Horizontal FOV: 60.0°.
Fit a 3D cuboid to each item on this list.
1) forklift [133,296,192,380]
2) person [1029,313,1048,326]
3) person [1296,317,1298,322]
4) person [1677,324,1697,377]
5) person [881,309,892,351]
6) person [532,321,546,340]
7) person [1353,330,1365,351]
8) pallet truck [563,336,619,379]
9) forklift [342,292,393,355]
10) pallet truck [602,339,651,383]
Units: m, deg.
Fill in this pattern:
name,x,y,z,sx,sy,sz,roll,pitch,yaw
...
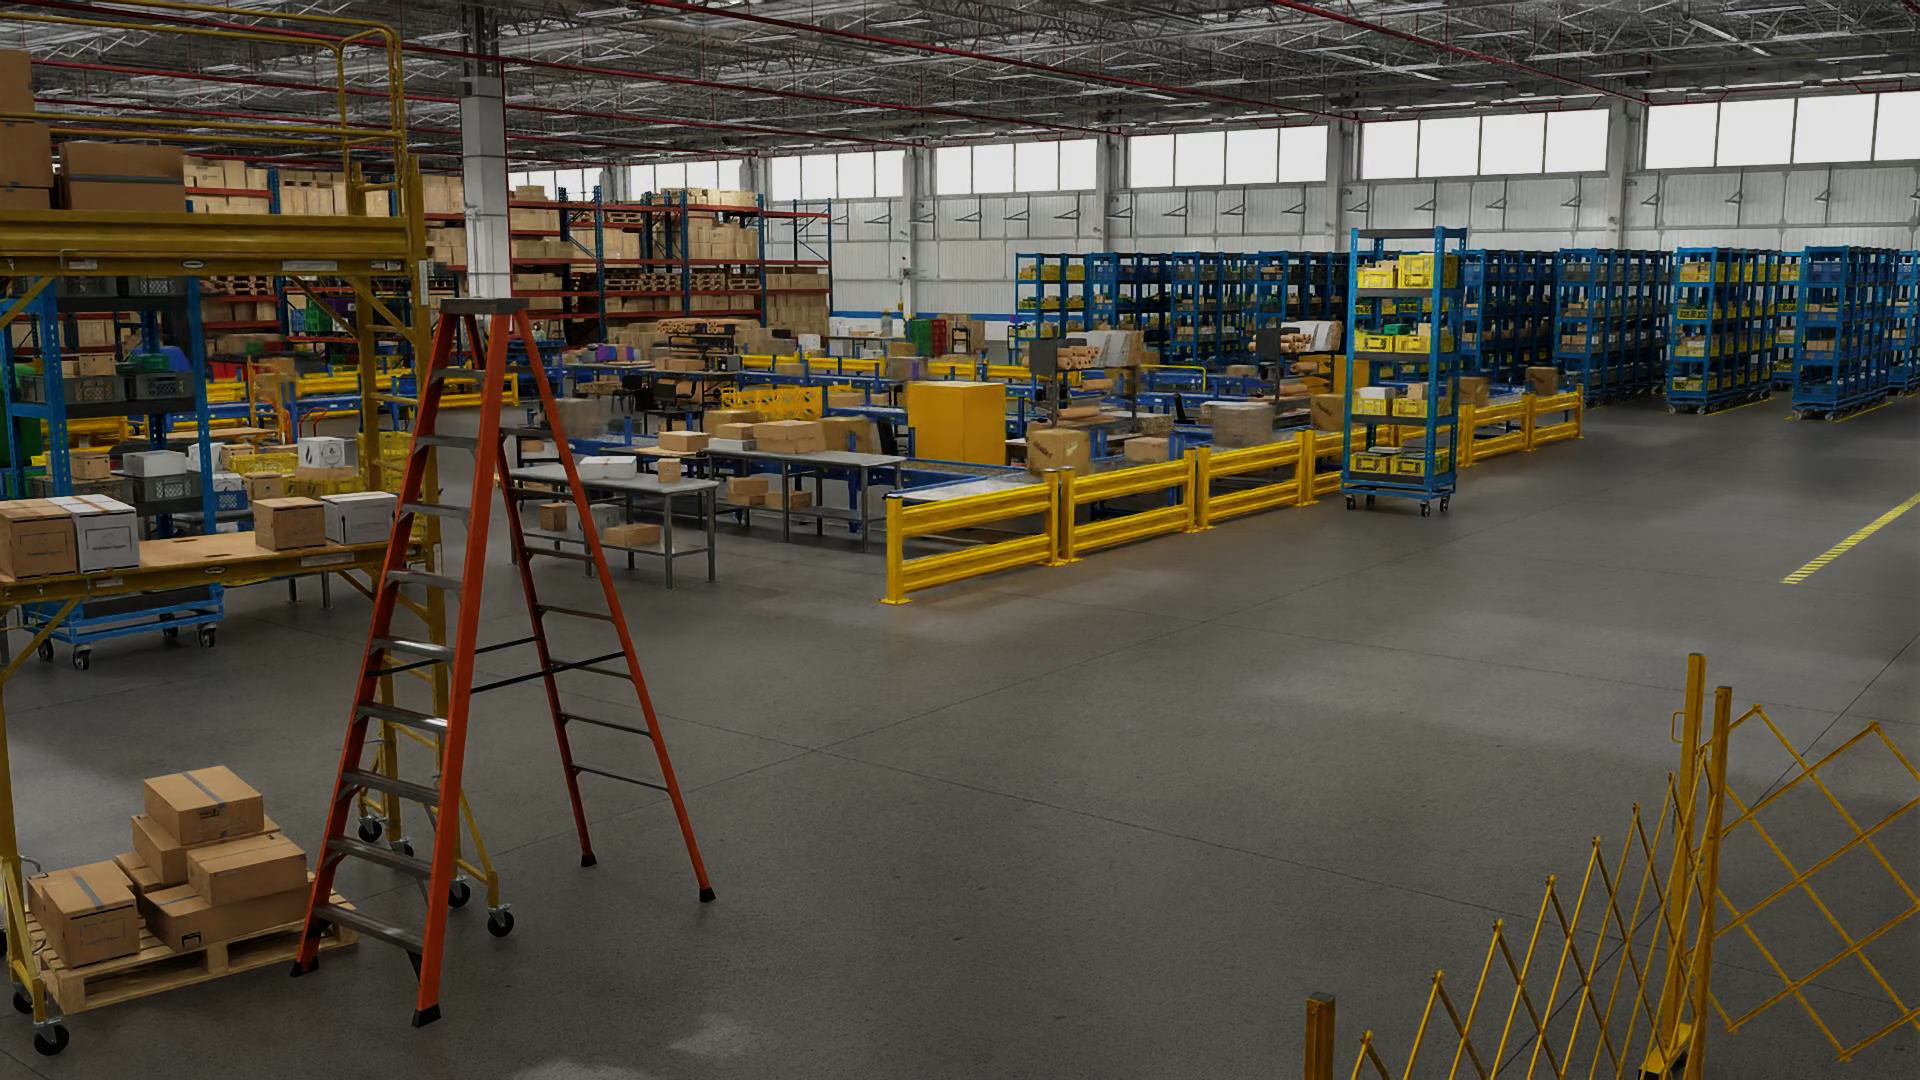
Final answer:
name,x,y,z,sx,sy,sz,roll,pitch,yaw
forklift,-20.873,-5.472,44.182,1.129,2.768,1.873,7,11,37
person,2.386,-6.058,50.941,0.654,1.877,0.797,3,10,17
person,10.330,-6.048,50.616,0.435,1.977,0.602,7,11,37
person,18.143,-4.530,41.529,0.563,1.843,0.389,-7,11,-35
person,-2.833,-8.058,64.022,0.503,1.692,0.921,-4,10,-22
person,-12.499,-5.665,49.268,0.497,1.633,0.283,3,10,18
person,8.545,-3.659,36.170,0.585,1.813,0.628,7,11,36
pallet truck,-10.690,-5.294,48.215,1.601,1.201,0.680,-5,10,-26
forklift,-16.485,-5.622,45.120,1.129,2.768,1.873,7,11,37
pallet truck,-8.991,-4.871,45.351,0.653,1.274,1.630,7,11,37
